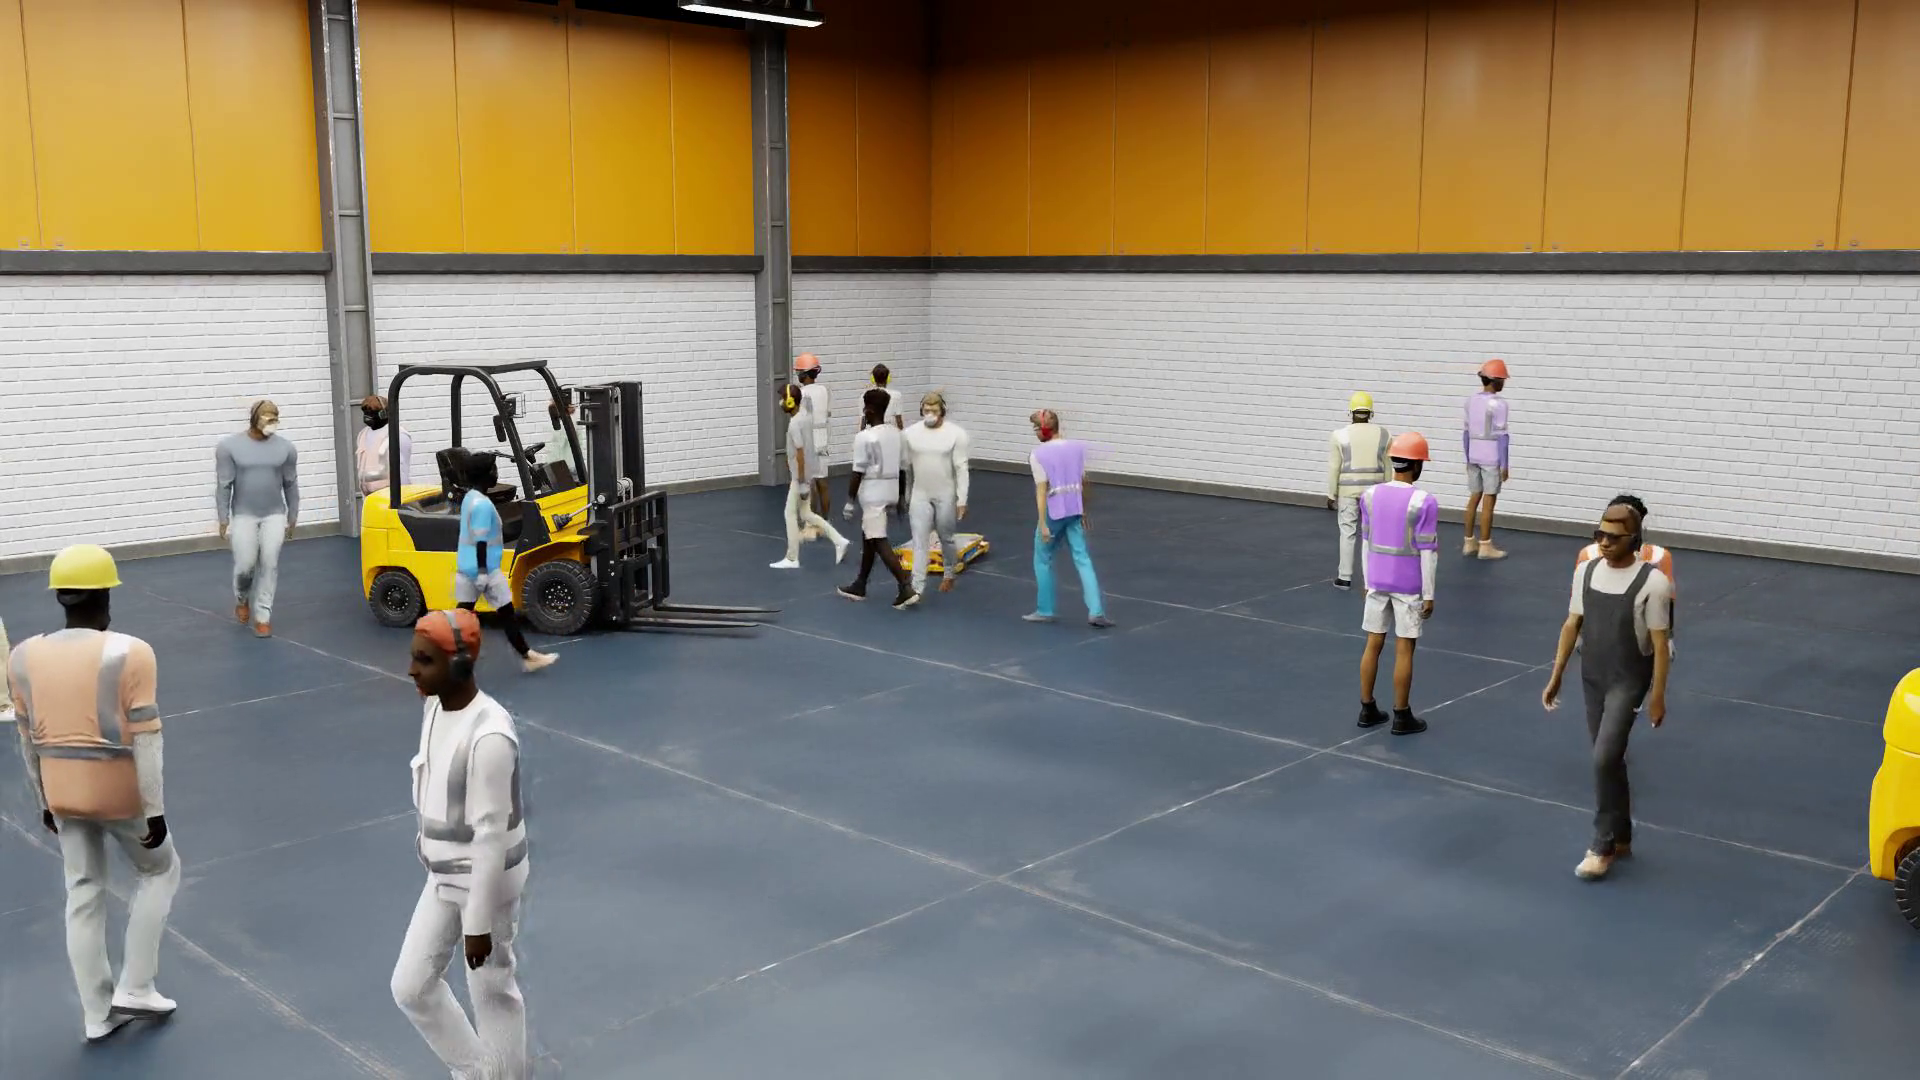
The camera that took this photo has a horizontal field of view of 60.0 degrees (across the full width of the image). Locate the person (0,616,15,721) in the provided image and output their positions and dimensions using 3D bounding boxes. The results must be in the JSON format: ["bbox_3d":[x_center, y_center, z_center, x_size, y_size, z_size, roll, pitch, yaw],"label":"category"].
[{"bbox_3d":[-6.387,0.402,10.743,0.585,1.611,0.509,-5,10,-27],"label":"person"}]

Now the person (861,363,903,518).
[{"bbox_3d":[-0.901,-1.138,19.475,0.542,1.852,0.416,1,9,8],"label":"person"}]

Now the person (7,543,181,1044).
[{"bbox_3d":[-3.284,0.962,6.376,0.598,1.912,0.481,1,9,5],"label":"person"}]

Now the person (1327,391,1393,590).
[{"bbox_3d":[3.664,-0.449,15.296,0.591,1.834,0.404,0,9,-1],"label":"person"}]

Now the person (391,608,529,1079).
[{"bbox_3d":[-1.641,1.142,5.425,0.452,1.868,0.614,-7,12,-37],"label":"person"}]

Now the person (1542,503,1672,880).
[{"bbox_3d":[3.114,0.724,8.122,0.698,1.819,0.536,-5,11,-28],"label":"person"}]

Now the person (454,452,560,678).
[{"bbox_3d":[-3.372,0.187,11.941,0.852,1.645,0.549,-5,11,-28],"label":"person"}]

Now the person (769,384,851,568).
[{"bbox_3d":[-1.491,-0.615,16.307,0.723,1.840,0.553,1,9,8],"label":"person"}]

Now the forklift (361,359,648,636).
[{"bbox_3d":[-3.850,-0.407,13.936,2.313,2.155,1.214,2,9,11],"label":"forklift"}]

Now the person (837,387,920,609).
[{"bbox_3d":[-0.702,-0.369,14.537,0.960,1.926,0.624,6,11,33],"label":"person"}]

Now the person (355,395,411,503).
[{"bbox_3d":[-5.171,-0.384,14.929,0.618,1.835,0.432,6,11,32],"label":"person"}]

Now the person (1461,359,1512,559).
[{"bbox_3d":[5.397,-0.826,16.973,0.389,2.041,0.614,-4,10,-21],"label":"person"}]

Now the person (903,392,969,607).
[{"bbox_3d":[-0.214,-0.391,14.835,0.632,1.885,1.039,2,9,12],"label":"person"}]

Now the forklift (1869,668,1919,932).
[{"bbox_3d":[5.205,0.723,7.013,2.313,2.155,1.214,9,13,43],"label":"forklift"}]

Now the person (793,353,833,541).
[{"bbox_3d":[-1.639,-1.009,18.084,0.378,2.045,0.605,6,11,33],"label":"person"}]

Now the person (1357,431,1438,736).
[{"bbox_3d":[2.802,0.273,10.584,0.382,1.930,0.539,-9,13,-43],"label":"person"}]

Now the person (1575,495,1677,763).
[{"bbox_3d":[3.844,0.559,9.641,0.546,1.643,0.863,2,10,13],"label":"person"}]

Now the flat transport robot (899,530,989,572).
[{"bbox_3d":[-0.183,0.106,16.676,0.652,0.197,1.431,2,10,14],"label":"flat transport robot"}]

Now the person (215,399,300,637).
[{"bbox_3d":[-5.645,-0.179,13.401,0.654,1.914,0.492,-6,11,-34],"label":"person"}]

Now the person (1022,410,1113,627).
[{"bbox_3d":[0.870,-0.165,13.683,0.607,1.804,0.715,-6,11,-34],"label":"person"}]

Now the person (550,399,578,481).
[{"bbox_3d":[-4.185,-0.737,17.721,0.315,1.625,0.540,2,9,10],"label":"person"}]
